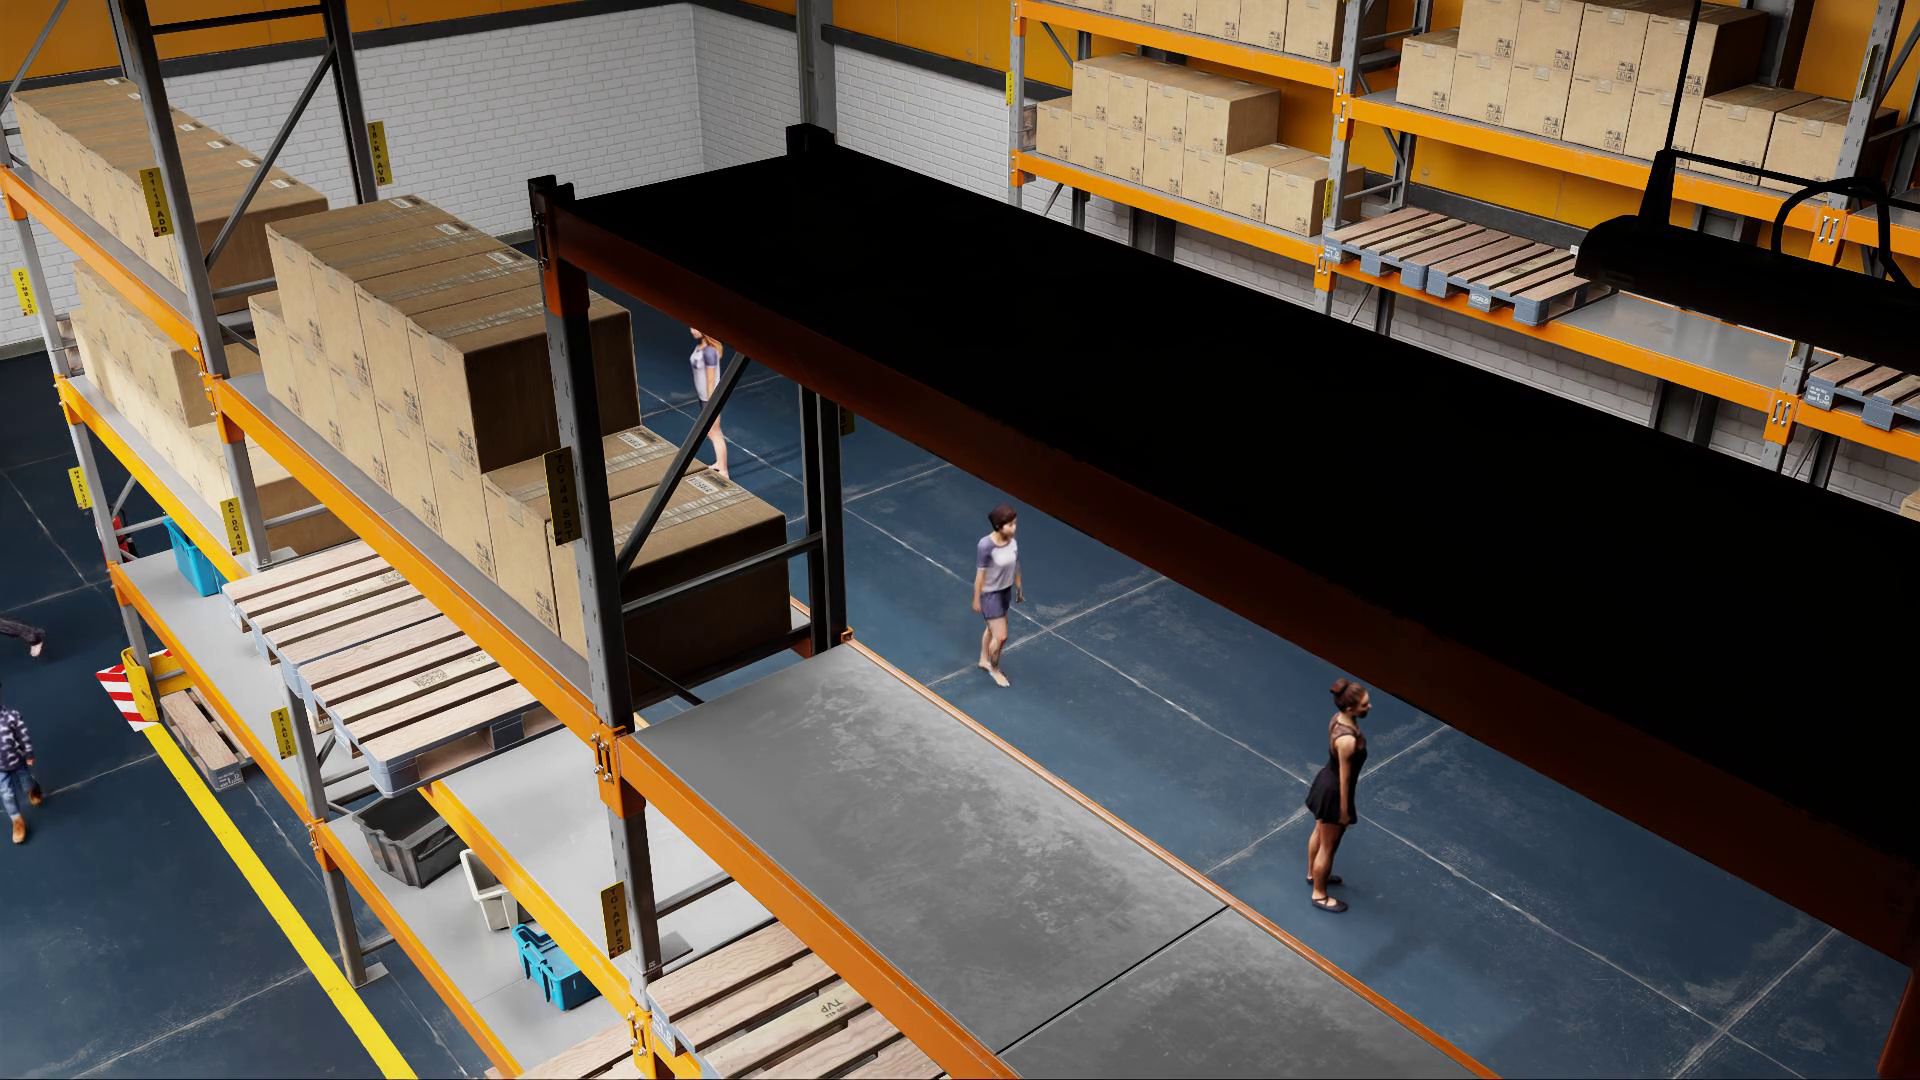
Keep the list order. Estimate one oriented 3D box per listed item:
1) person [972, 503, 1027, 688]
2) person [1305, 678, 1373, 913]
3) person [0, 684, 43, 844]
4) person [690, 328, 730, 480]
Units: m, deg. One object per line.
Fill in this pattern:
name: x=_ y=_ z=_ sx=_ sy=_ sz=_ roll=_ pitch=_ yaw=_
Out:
person: x=0.215 y=0.378 z=13.124 sx=0.669 sy=1.547 sz=0.615 roll=23 pitch=36 yaw=35
person: x=2.428 y=1.617 z=10.720 sx=0.738 sy=1.673 sz=0.681 roll=3 pitch=29 yaw=6
person: x=-6.577 y=1.459 z=11.464 sx=0.632 sy=1.239 sz=0.806 roll=-11 pitch=30 yaw=-19
person: x=-2.412 y=-1.400 z=16.194 sx=0.733 sy=1.728 sz=0.621 roll=-7 pitch=29 yaw=-12
